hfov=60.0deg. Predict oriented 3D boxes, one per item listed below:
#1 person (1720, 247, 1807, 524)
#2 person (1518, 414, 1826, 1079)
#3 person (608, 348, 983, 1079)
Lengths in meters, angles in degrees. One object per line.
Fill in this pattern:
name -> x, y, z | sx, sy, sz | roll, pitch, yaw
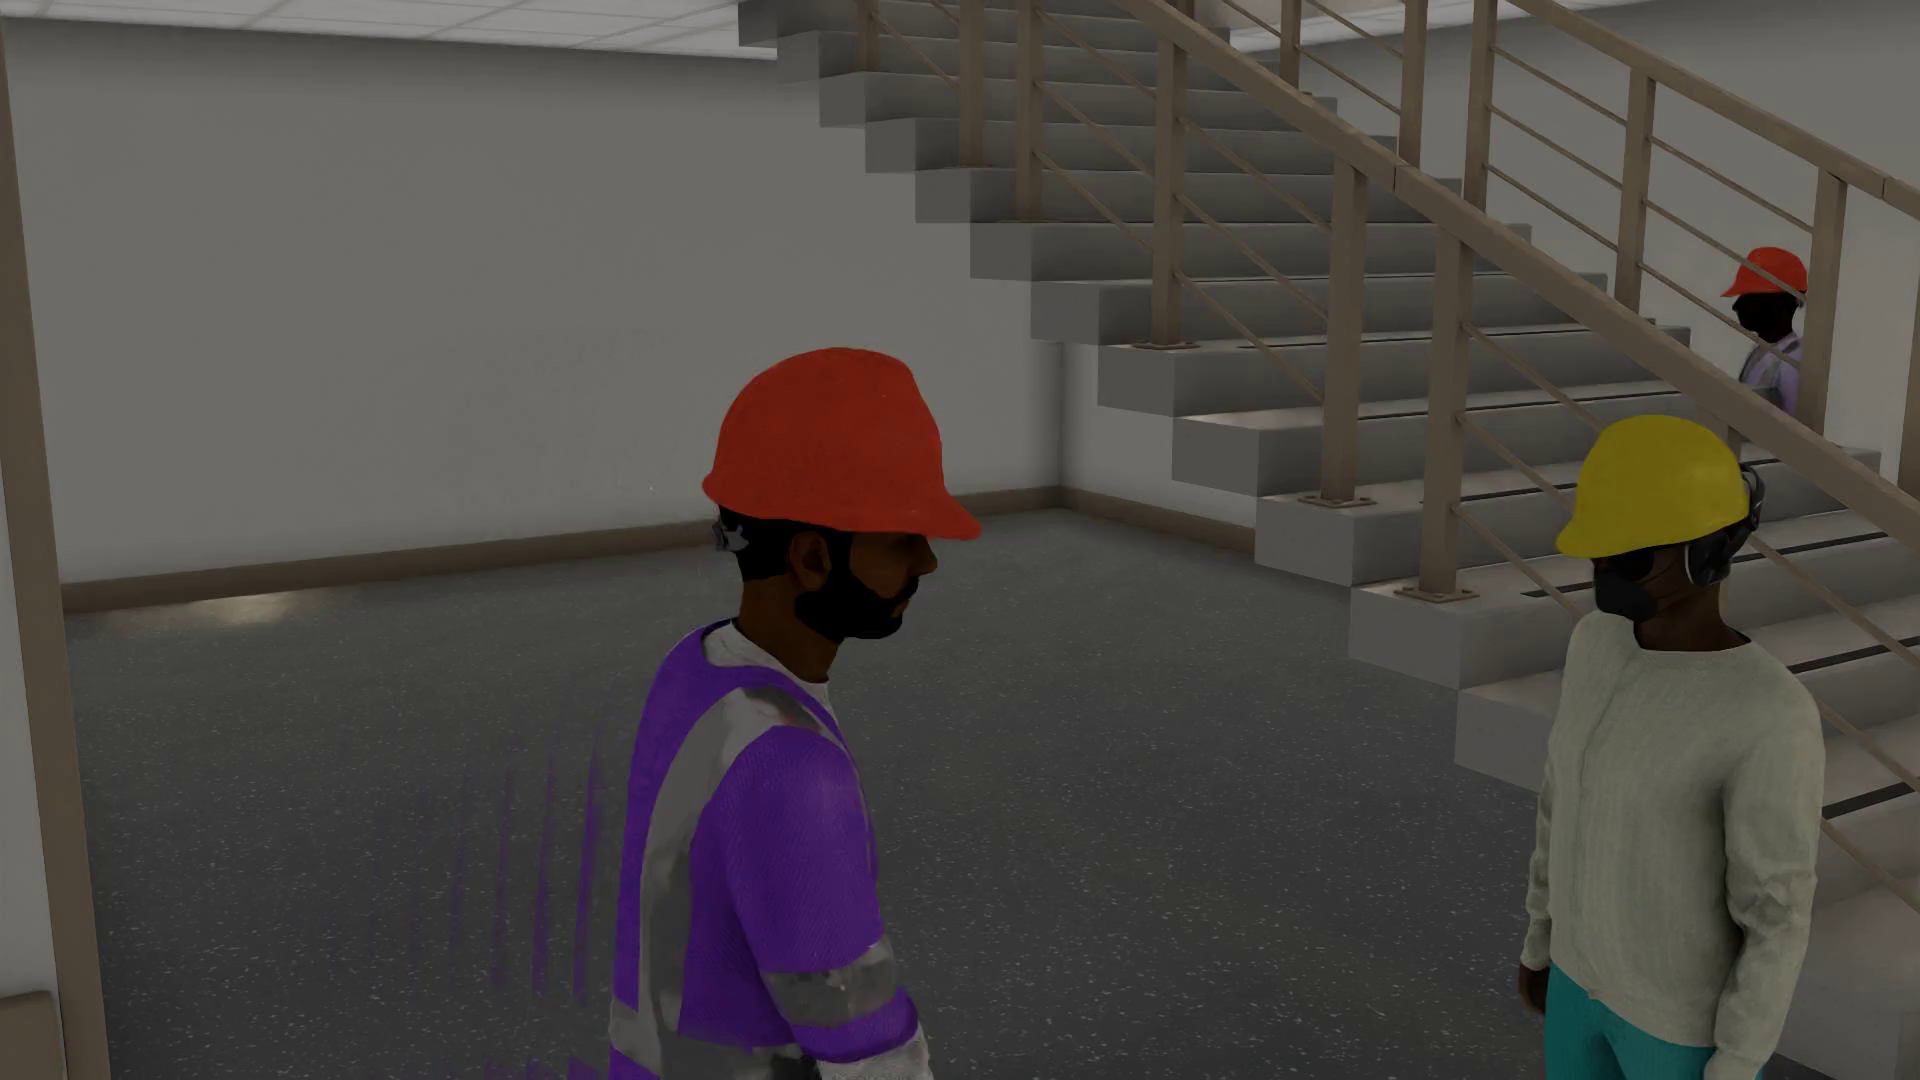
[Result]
person -> 3.133, -0.154, 6.465 | 0.485, 1.931, 0.564 | 2, 11, 8
person -> 1.000, 0.688, 2.479 | 0.331, 1.760, 0.522 | -3, 11, -15
person -> -0.152, 0.722, 1.962 | 1.016, 1.875, 0.543 | -2, 11, -9
